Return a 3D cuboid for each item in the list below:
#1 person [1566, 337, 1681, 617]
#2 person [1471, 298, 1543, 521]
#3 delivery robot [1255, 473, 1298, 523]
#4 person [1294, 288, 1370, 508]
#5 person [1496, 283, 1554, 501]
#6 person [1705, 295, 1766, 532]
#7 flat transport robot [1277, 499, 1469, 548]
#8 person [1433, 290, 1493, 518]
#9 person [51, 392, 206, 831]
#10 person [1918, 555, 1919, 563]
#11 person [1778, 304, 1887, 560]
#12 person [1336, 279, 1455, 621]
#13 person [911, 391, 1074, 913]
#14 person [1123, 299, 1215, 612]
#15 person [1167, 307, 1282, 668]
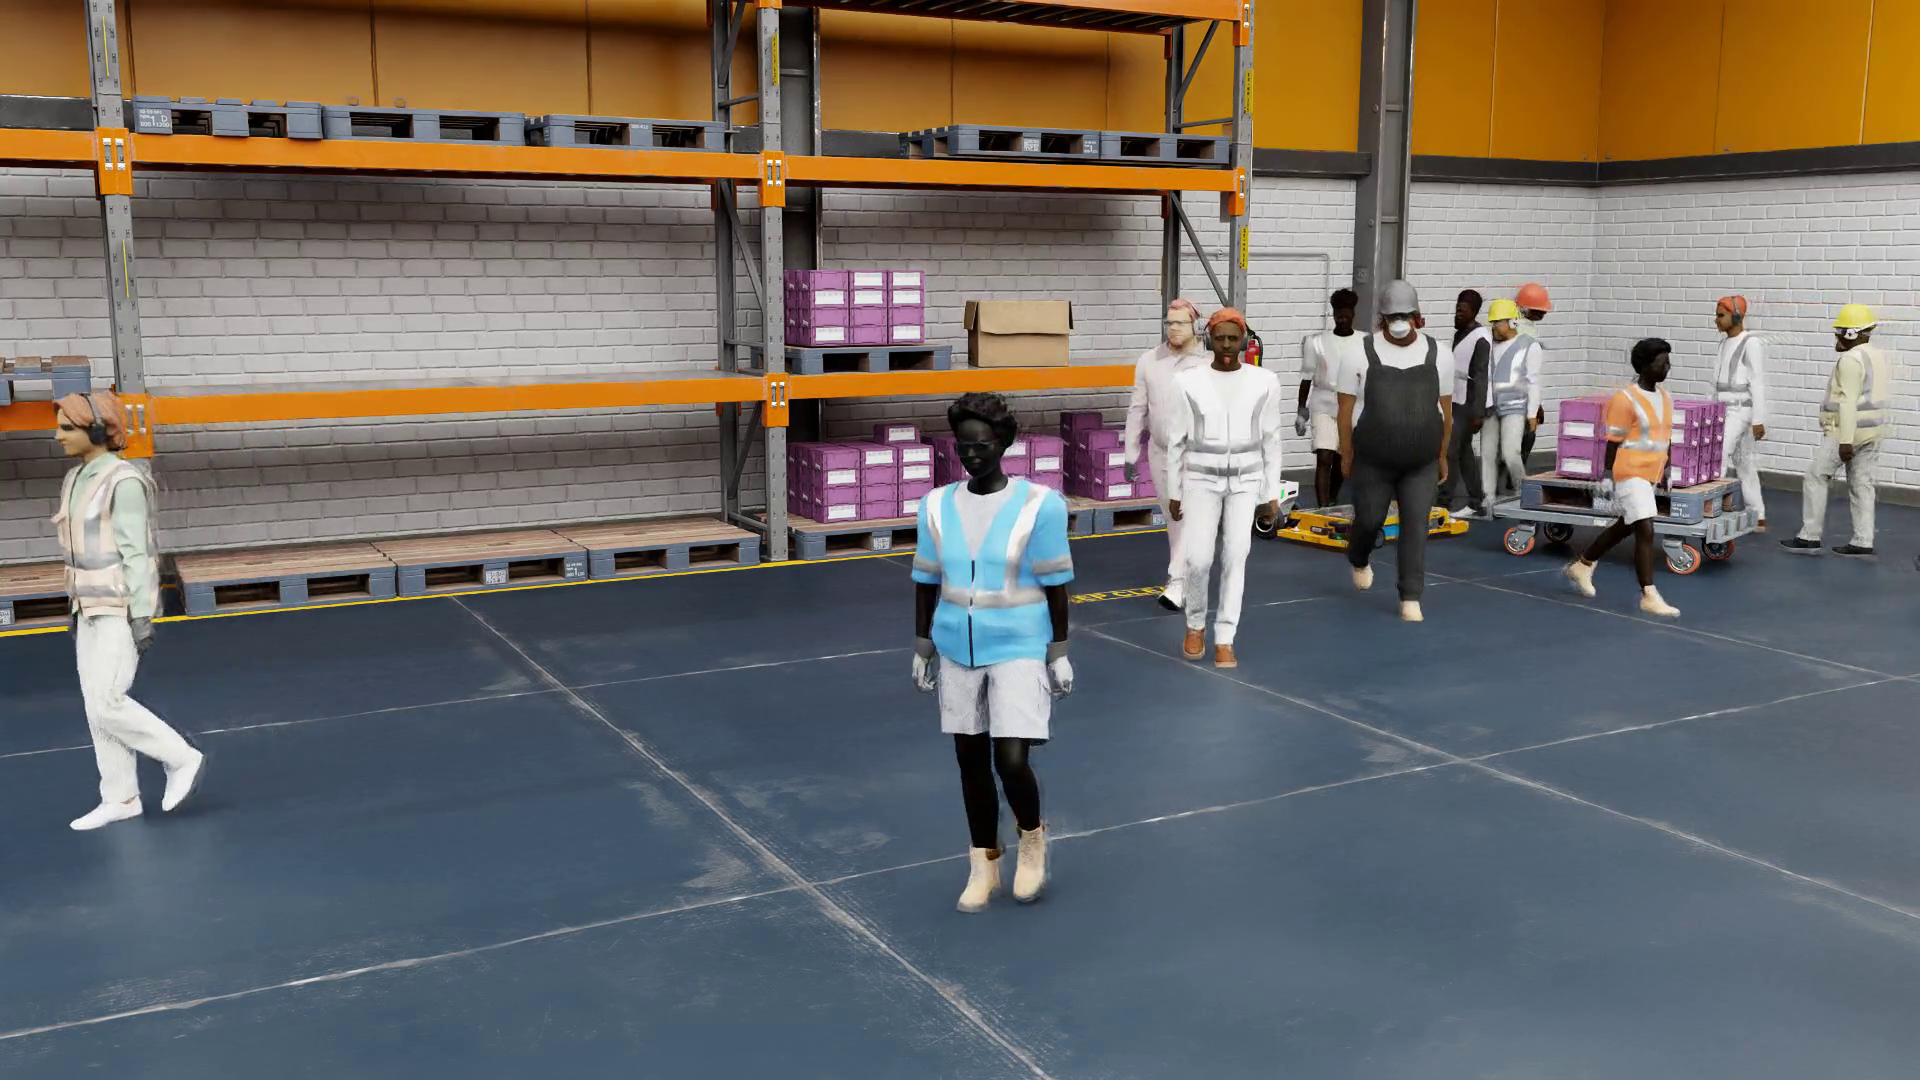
[{"bbox_3d":[4.061,-0.408,10.131,0.531,1.668,0.823,-7,11,-35],"label":"person"},{"bbox_3d":[4.431,-1.059,13.611,0.456,1.819,0.614,-7,12,-36],"label":"person"},{"bbox_3d":[2.246,-0.362,12.918,0.707,0.478,0.477,6,11,32],"label":"delivery robot"},{"bbox_3d":[2.966,-1.024,13.115,0.622,1.918,0.875,0,9,2],"label":"person"},{"bbox_3d":[4.803,-1.220,14.259,0.619,1.937,0.699,2,9,9],"label":"person"},{"bbox_3d":[5.913,-0.968,12.957,0.928,1.844,0.595,1,9,5],"label":"person"},{"bbox_3d":[3.158,-0.134,12.676,1.431,0.197,0.652,-7,11,-35],"label":"flat transport robot"},{"bbox_3d":[4.093,-1.097,13.625,0.579,1.893,0.708,0,9,-1],"label":"person"},{"bbox_3d":[-3.115,0.266,6.113,0.533,1.623,0.398,8,12,40],"label":"person"},{"bbox_3d":[6.278,-0.532,10.094,0.653,1.918,0.551,2,10,14],"label":"person"},{"bbox_3d":[6.244,-0.774,11.883,0.627,1.808,0.725,-8,12,-41],"label":"person"},{"bbox_3d":[2.597,-0.575,9.980,0.688,2.000,0.782,1,9,4],"label":"person"},{"bbox_3d":[0.086,0.368,5.302,0.562,1.682,0.365,5,10,27],"label":"person"},{"bbox_3d":[1.280,-0.502,10.036,0.679,1.867,0.954,5,11,30],"label":"person"},{"bbox_3d":[1.367,-0.260,8.595,0.578,1.872,0.413,0,9,1],"label":"person"}]
